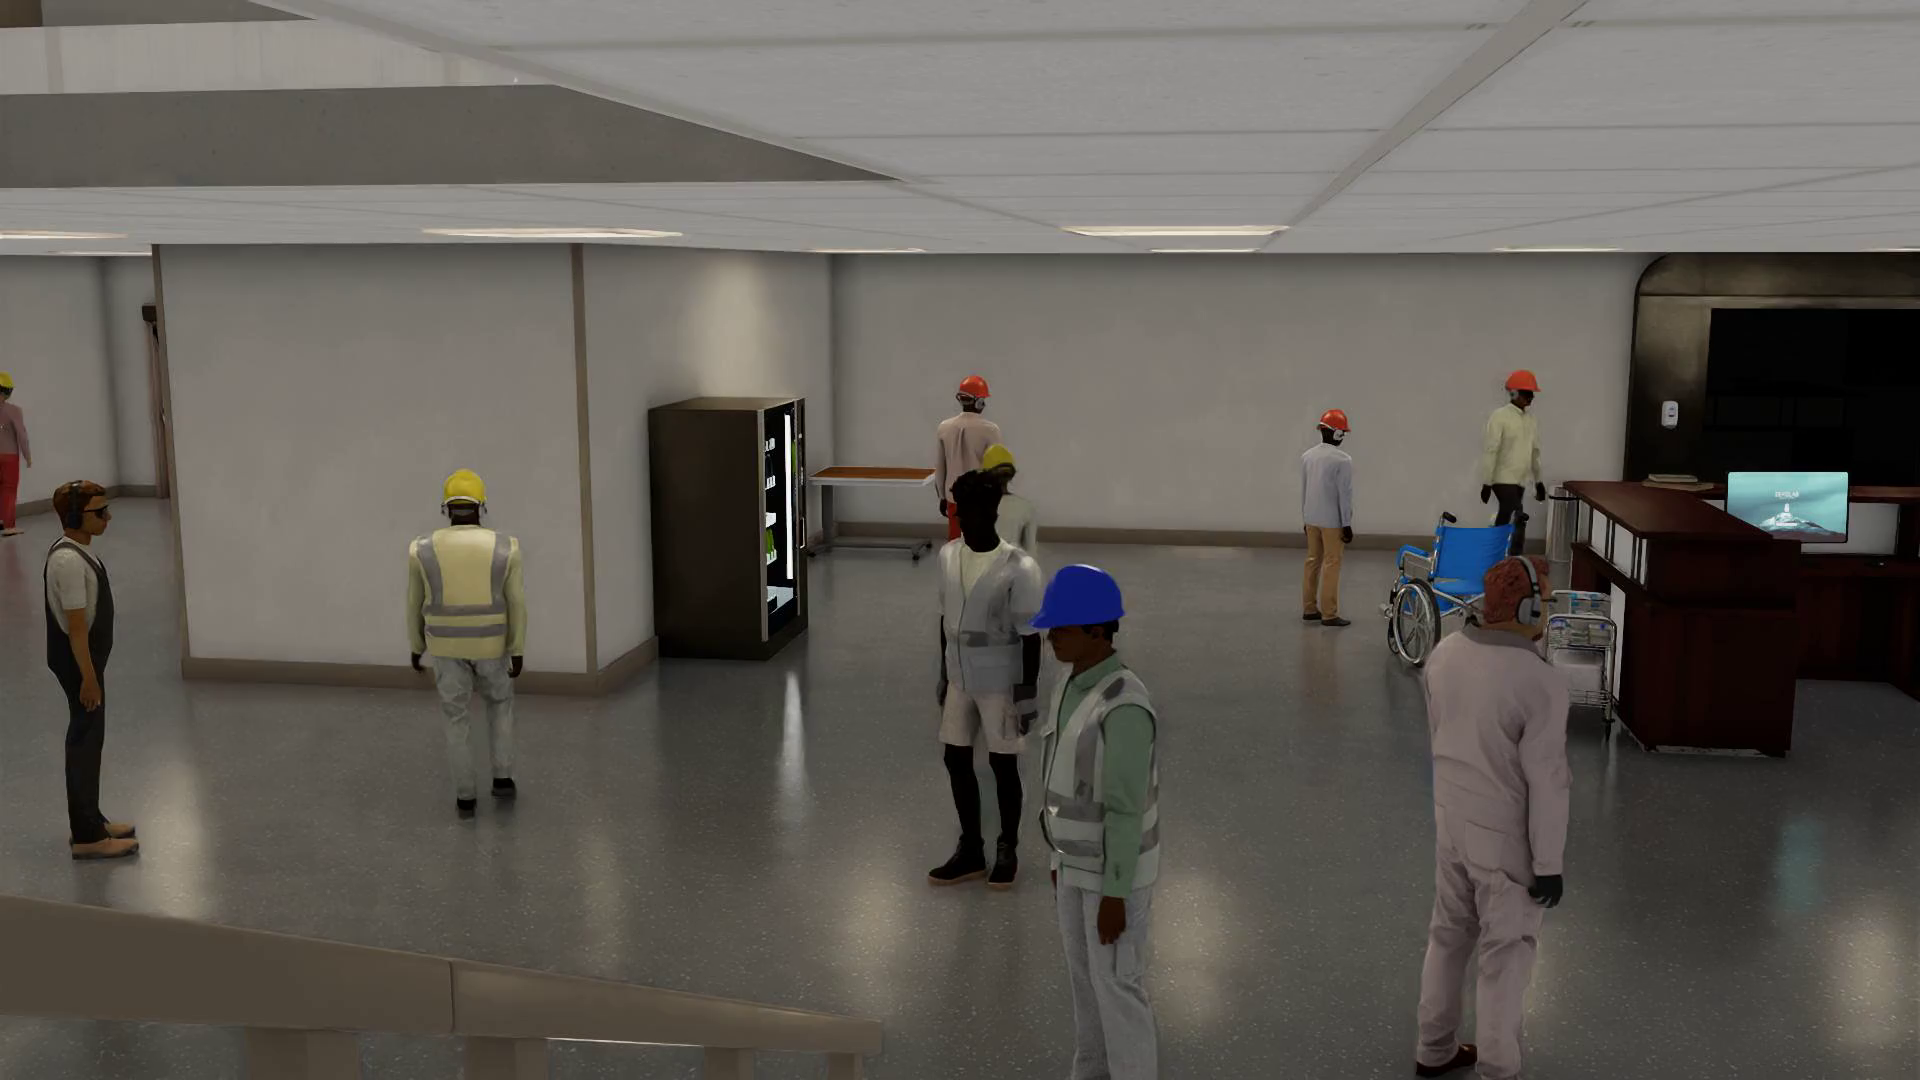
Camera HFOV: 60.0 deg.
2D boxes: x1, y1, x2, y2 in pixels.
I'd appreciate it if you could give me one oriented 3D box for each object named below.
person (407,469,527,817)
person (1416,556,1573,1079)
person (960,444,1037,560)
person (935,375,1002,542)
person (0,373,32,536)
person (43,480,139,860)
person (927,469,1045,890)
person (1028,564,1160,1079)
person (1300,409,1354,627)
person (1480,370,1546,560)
[{"bbox_3d":[-2.602,0.528,8.787,0.605,1.812,0.591,-3,10,-17],"label":"person"},{"bbox_3d":[1.842,0.993,5.676,0.396,1.899,0.655,-4,10,-22],"label":"person"},{"bbox_3d":[0.260,0.264,10.656,0.528,1.746,0.737,-3,10,-20],"label":"person"},{"bbox_3d":[0.096,-0.351,13.649,0.625,1.992,0.386,5,11,29],"label":"person"},{"bbox_3d":[-10.277,-0.922,17.908,0.555,1.749,0.425,1,9,5],"label":"person"},{"bbox_3d":[-4.250,0.623,8.093,0.325,1.843,0.517,-5,10,-27],"label":"person"},{"bbox_3d":[0.108,0.641,7.643,0.657,1.952,0.425,8,12,41],"label":"person"},{"bbox_3d":[0.421,1.029,5.338,0.420,1.937,0.601,-3,10,-17],"label":"person"},{"bbox_3d":[2.964,-0.177,13.347,0.352,1.743,0.564,-5,10,-27],"label":"person"},{"bbox_3d":[4.952,-0.504,14.635,0.634,1.966,0.804,-8,12,-39],"label":"person"}]
